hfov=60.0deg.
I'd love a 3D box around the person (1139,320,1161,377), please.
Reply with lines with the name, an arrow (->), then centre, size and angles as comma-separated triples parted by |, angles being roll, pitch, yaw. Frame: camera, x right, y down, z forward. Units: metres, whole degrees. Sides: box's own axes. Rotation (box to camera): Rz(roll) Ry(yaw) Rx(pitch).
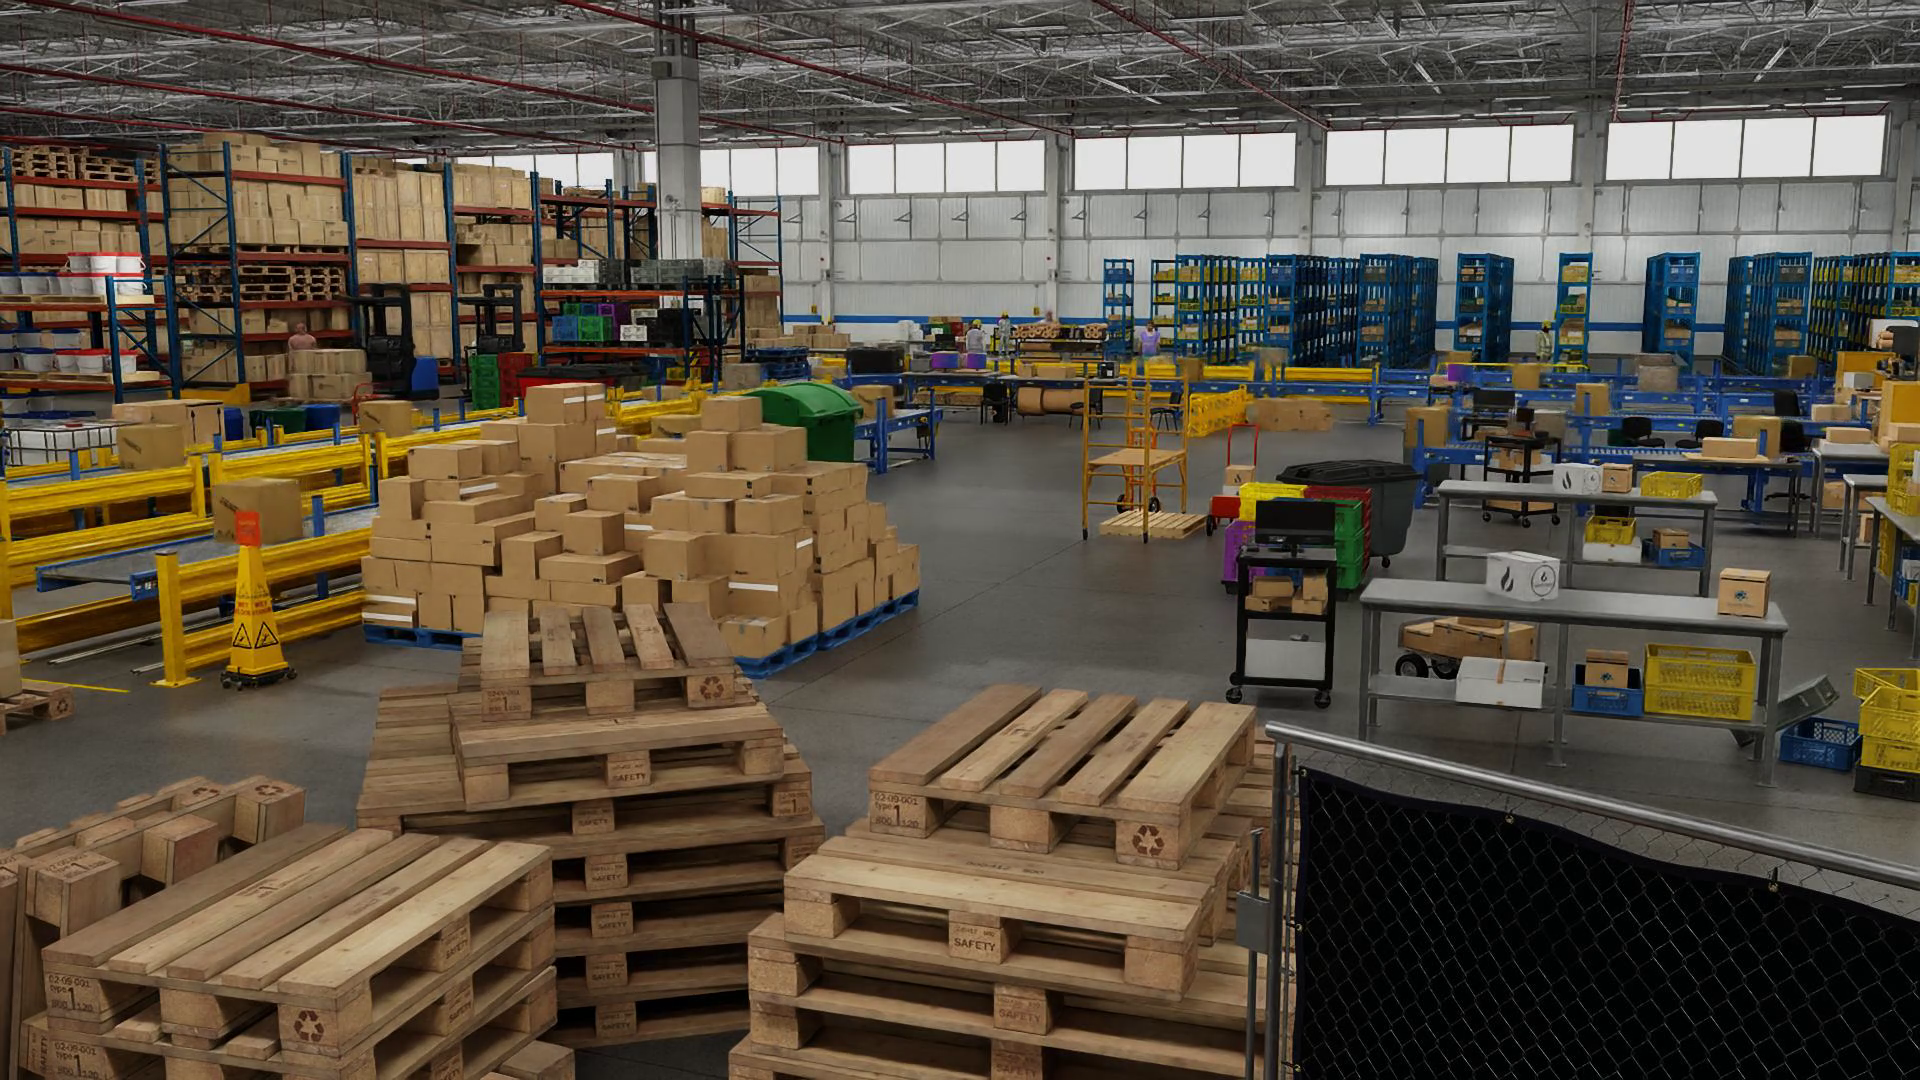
person -> 5.055, -4.935, 44.339 | 0.564, 1.837, 0.395 | 0, 9, 1

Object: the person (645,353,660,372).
person -> -7.809, -4.747, 43.041 | 0.609, 1.873, 1.067 | 0, 9, -1

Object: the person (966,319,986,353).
person -> 0.465, -5.188, 45.984 | 0.600, 1.818, 0.404 | 5, 10, 29

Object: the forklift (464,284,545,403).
forklift -> -10.832, -4.702, 39.610 | 1.129, 2.768, 1.873 | 3, 10, 20

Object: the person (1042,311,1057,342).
person -> 2.926, -6.440, 53.696 | 0.639, 1.864, 0.914 | -4, 10, -24

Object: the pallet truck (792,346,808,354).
pallet truck -> -3.705, -4.298, 42.022 | 0.653, 1.274, 1.630 | 3, 10, 20

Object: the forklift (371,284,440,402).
forklift -> -13.303, -4.631, 39.165 | 1.129, 2.768, 1.873 | 3, 10, 20

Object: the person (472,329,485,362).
person -> -12.056, -4.477, 41.938 | 0.533, 1.689, 0.321 | -9, 13, -44

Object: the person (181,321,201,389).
person -> -20.502, -4.952, 44.472 | 0.576, 1.829, 0.456 | 3, 10, 20

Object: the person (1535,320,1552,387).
person -> 15.761, -5.015, 44.891 | 0.588, 1.822, 0.403 | -8, 12, -40

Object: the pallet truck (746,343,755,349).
pallet truck -> -6.183, -4.618, 44.264 | 1.601, 1.201, 0.680 | -9, 12, -43

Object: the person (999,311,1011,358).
person -> 1.641, -7.522, 60.919 | 0.485, 1.735, 0.346 | -5, 10, -27

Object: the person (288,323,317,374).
person -> -15.537, -4.180, 39.387 | 0.643, 1.908, 0.411 | -4, 10, -22
